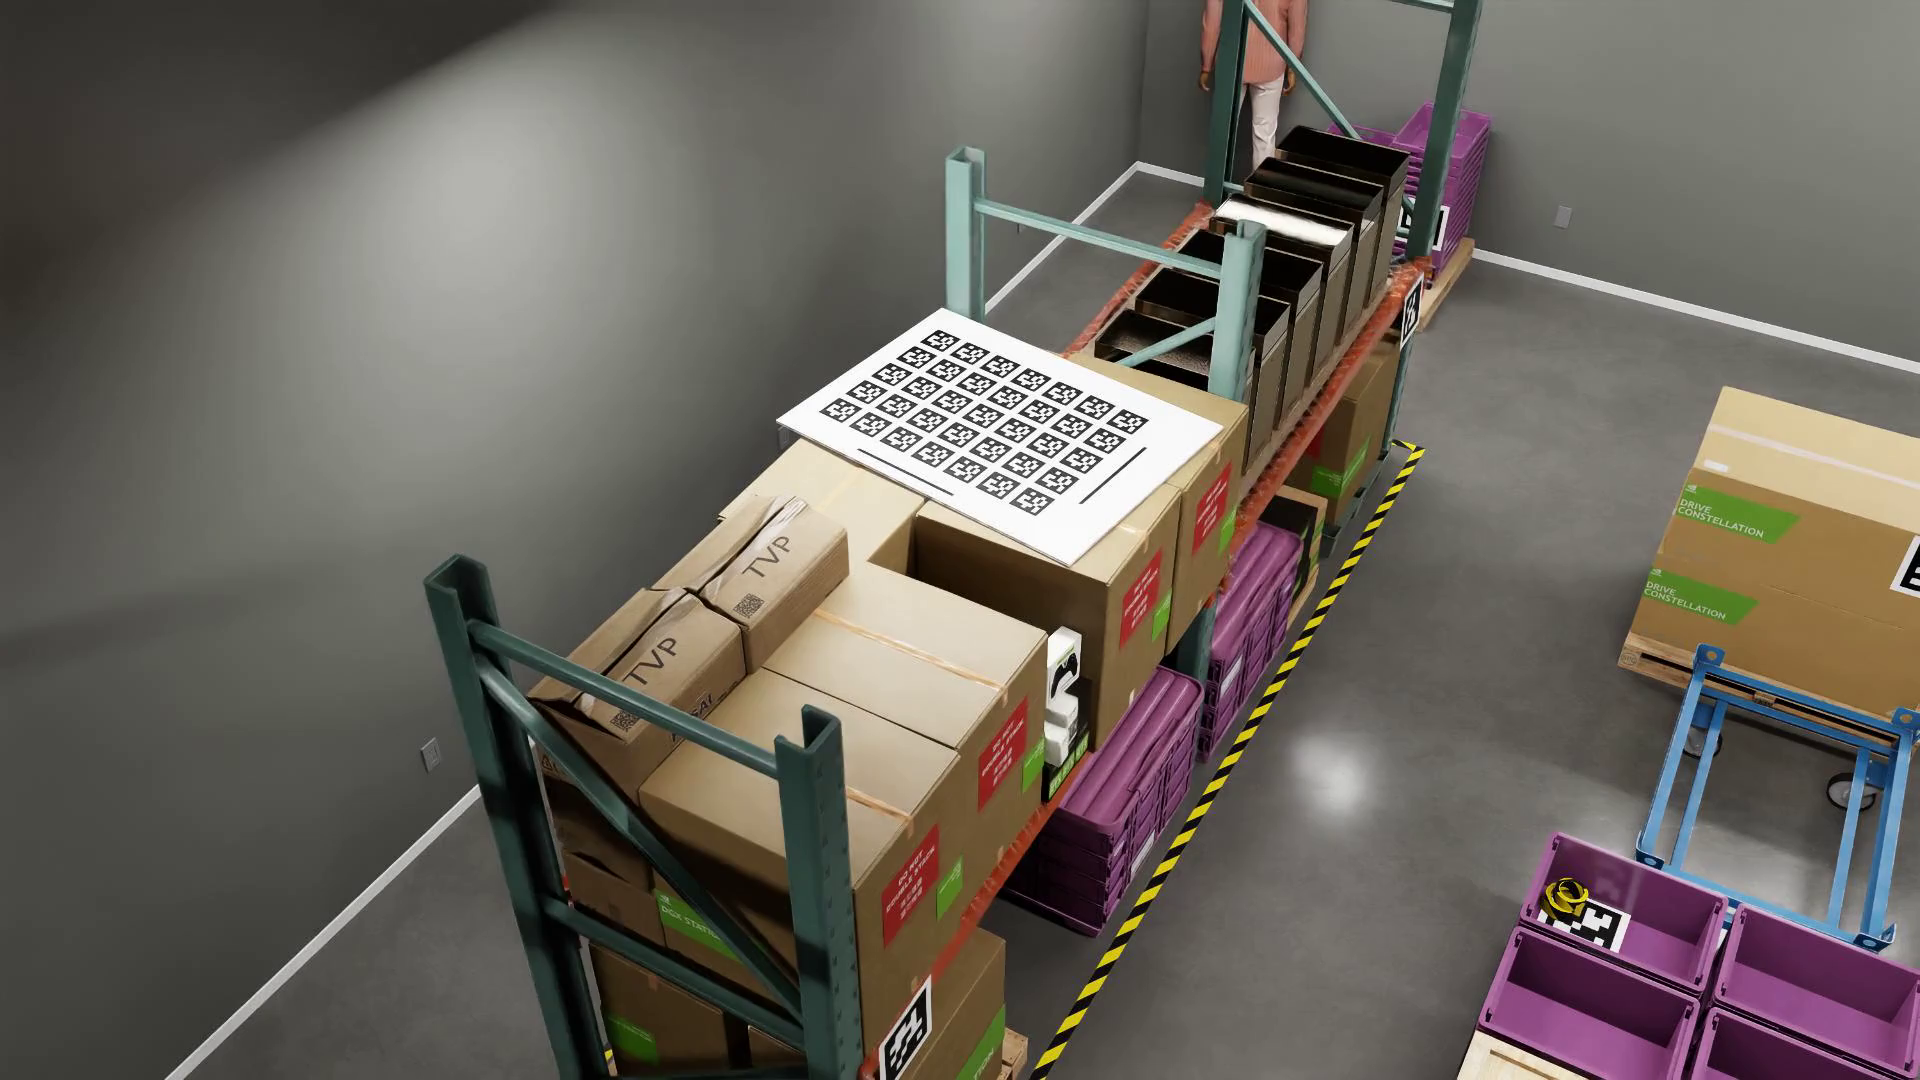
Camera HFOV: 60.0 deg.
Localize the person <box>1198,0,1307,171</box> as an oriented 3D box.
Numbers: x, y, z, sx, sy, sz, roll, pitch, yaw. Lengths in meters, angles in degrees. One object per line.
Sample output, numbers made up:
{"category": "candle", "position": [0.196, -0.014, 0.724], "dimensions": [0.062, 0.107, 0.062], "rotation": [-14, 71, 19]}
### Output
{"category": "person", "position": [1.730, -2.836, 9.933], "dimensions": [0.608, 1.996, 0.382], "rotation": [5, 40, 5]}
